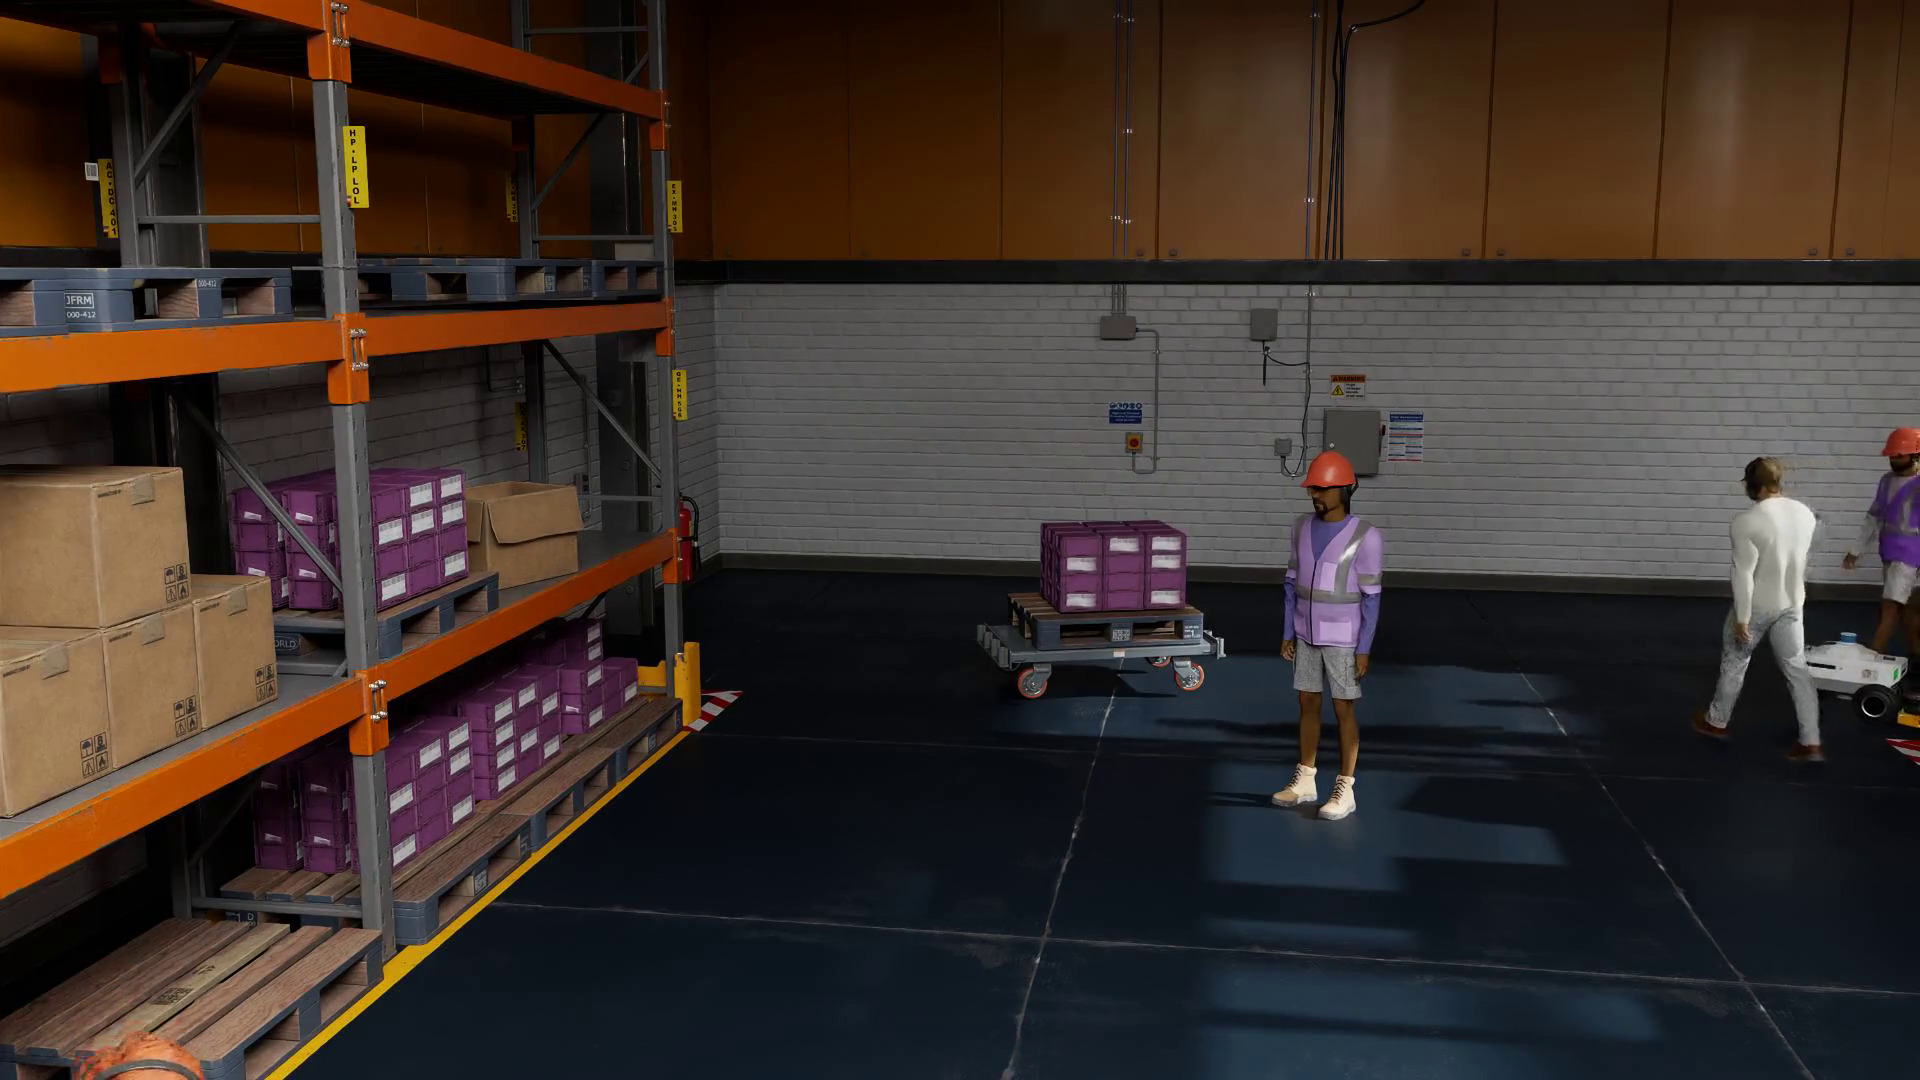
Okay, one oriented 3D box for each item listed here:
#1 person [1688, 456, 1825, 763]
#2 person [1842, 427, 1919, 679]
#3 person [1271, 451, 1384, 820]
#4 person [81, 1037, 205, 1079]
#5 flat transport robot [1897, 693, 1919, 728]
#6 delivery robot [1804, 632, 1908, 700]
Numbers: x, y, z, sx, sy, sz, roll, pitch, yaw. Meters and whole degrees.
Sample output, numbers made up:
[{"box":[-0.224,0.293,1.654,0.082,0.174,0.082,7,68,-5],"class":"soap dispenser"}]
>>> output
[{"box":[5.050,0.424,10.398,0.625,1.888,1.040,-2,9,-13],"class":"person"},{"box":[6.796,0.119,12.209,0.892,1.895,0.585,0,9,-3],"class":"person"},{"box":[2.032,0.526,9.240,0.378,2.045,0.605,-8,12,-40],"class":"person"},{"box":[-1.326,1.679,2.752,0.583,1.844,0.603,-1,9,-9],"class":"person"},{"box":[6.952,1.163,10.765,1.431,0.197,0.652,8,12,42],"class":"flat transport robot"},{"box":[6.058,0.876,11.376,0.707,0.478,0.477,7,12,38],"class":"delivery robot"}]
